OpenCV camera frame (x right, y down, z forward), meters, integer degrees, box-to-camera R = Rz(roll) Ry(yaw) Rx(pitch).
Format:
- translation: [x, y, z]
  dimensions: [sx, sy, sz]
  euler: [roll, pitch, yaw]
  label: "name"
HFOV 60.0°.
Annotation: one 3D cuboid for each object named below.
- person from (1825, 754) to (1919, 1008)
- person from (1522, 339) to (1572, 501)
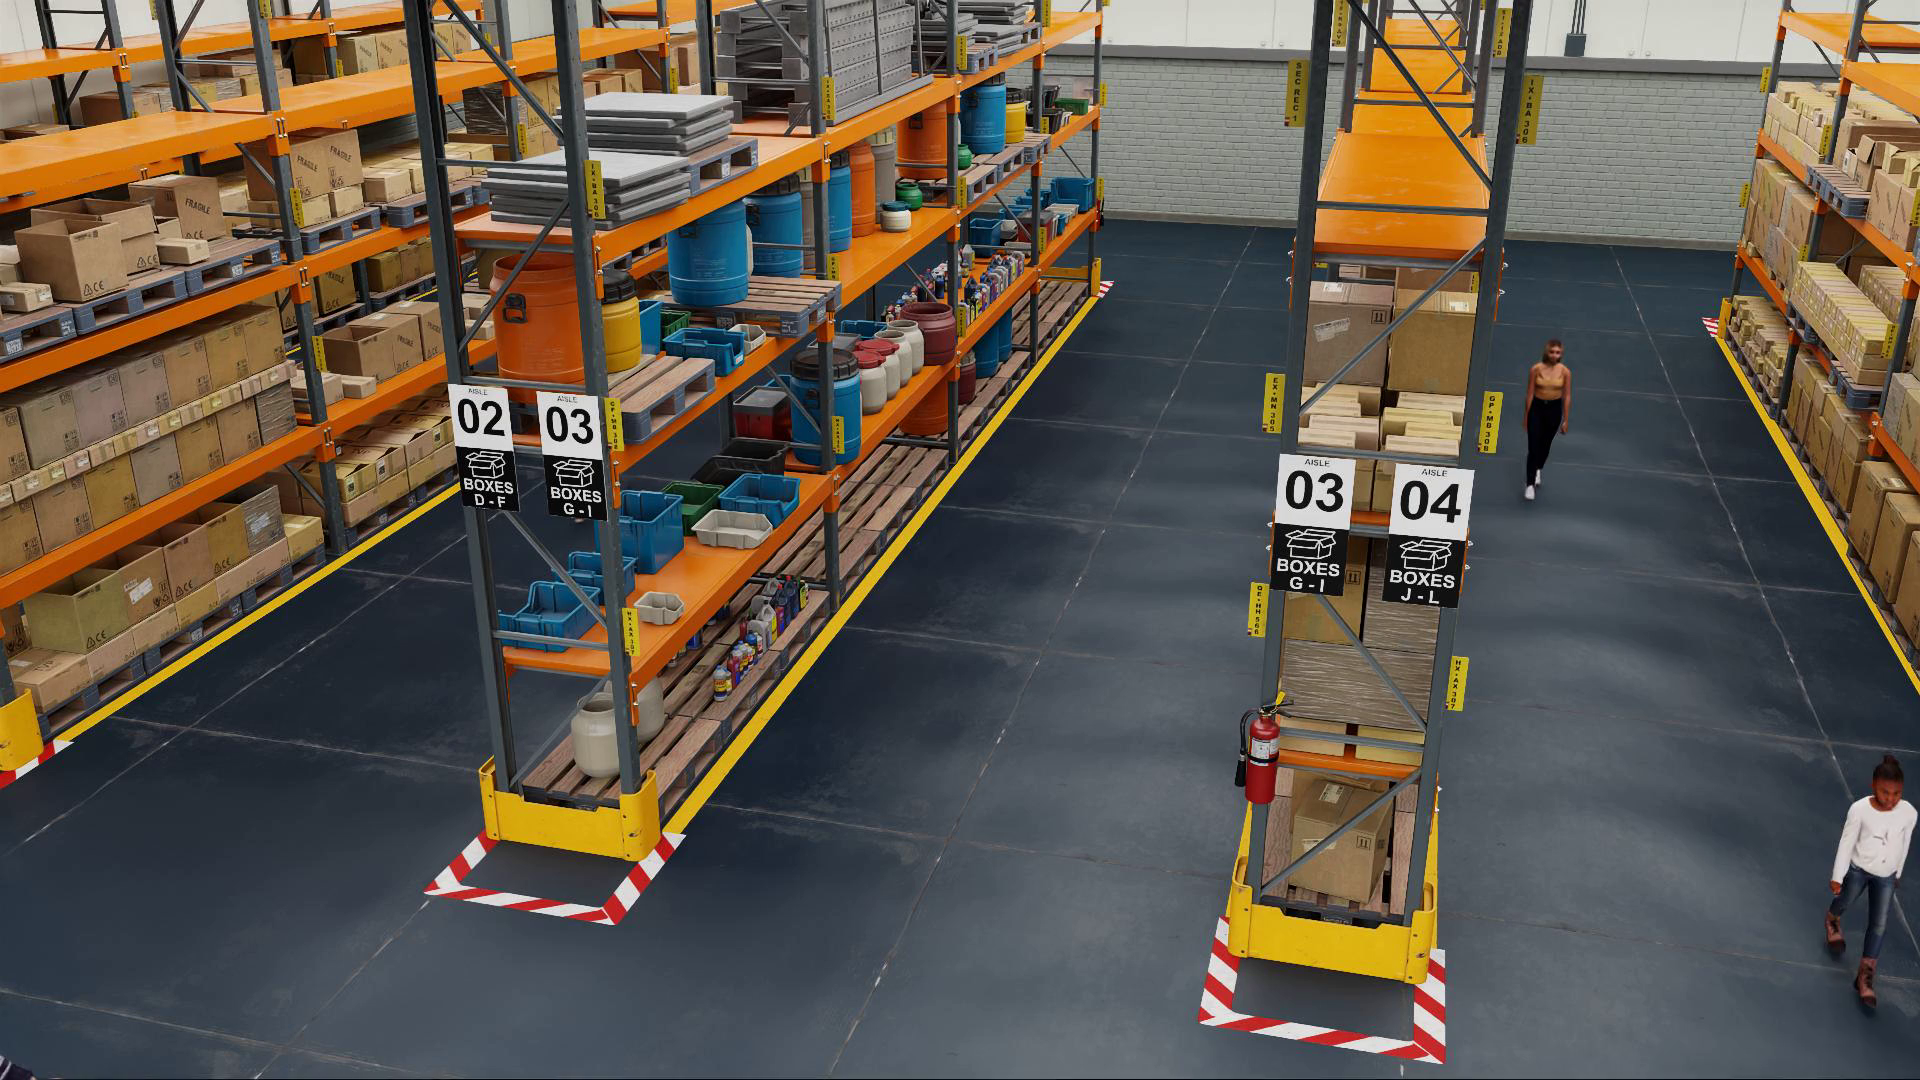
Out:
- translation: [5.251, 1.882, 9.648]
  dimensions: [0.582, 1.427, 1.012]
  euler: [4, 23, 9]
  label: "person"
- translation: [6.041, -1.287, 17.168]
  dimensions: [0.584, 1.600, 0.945]
  euler: [6, 23, 15]
  label: "person"
